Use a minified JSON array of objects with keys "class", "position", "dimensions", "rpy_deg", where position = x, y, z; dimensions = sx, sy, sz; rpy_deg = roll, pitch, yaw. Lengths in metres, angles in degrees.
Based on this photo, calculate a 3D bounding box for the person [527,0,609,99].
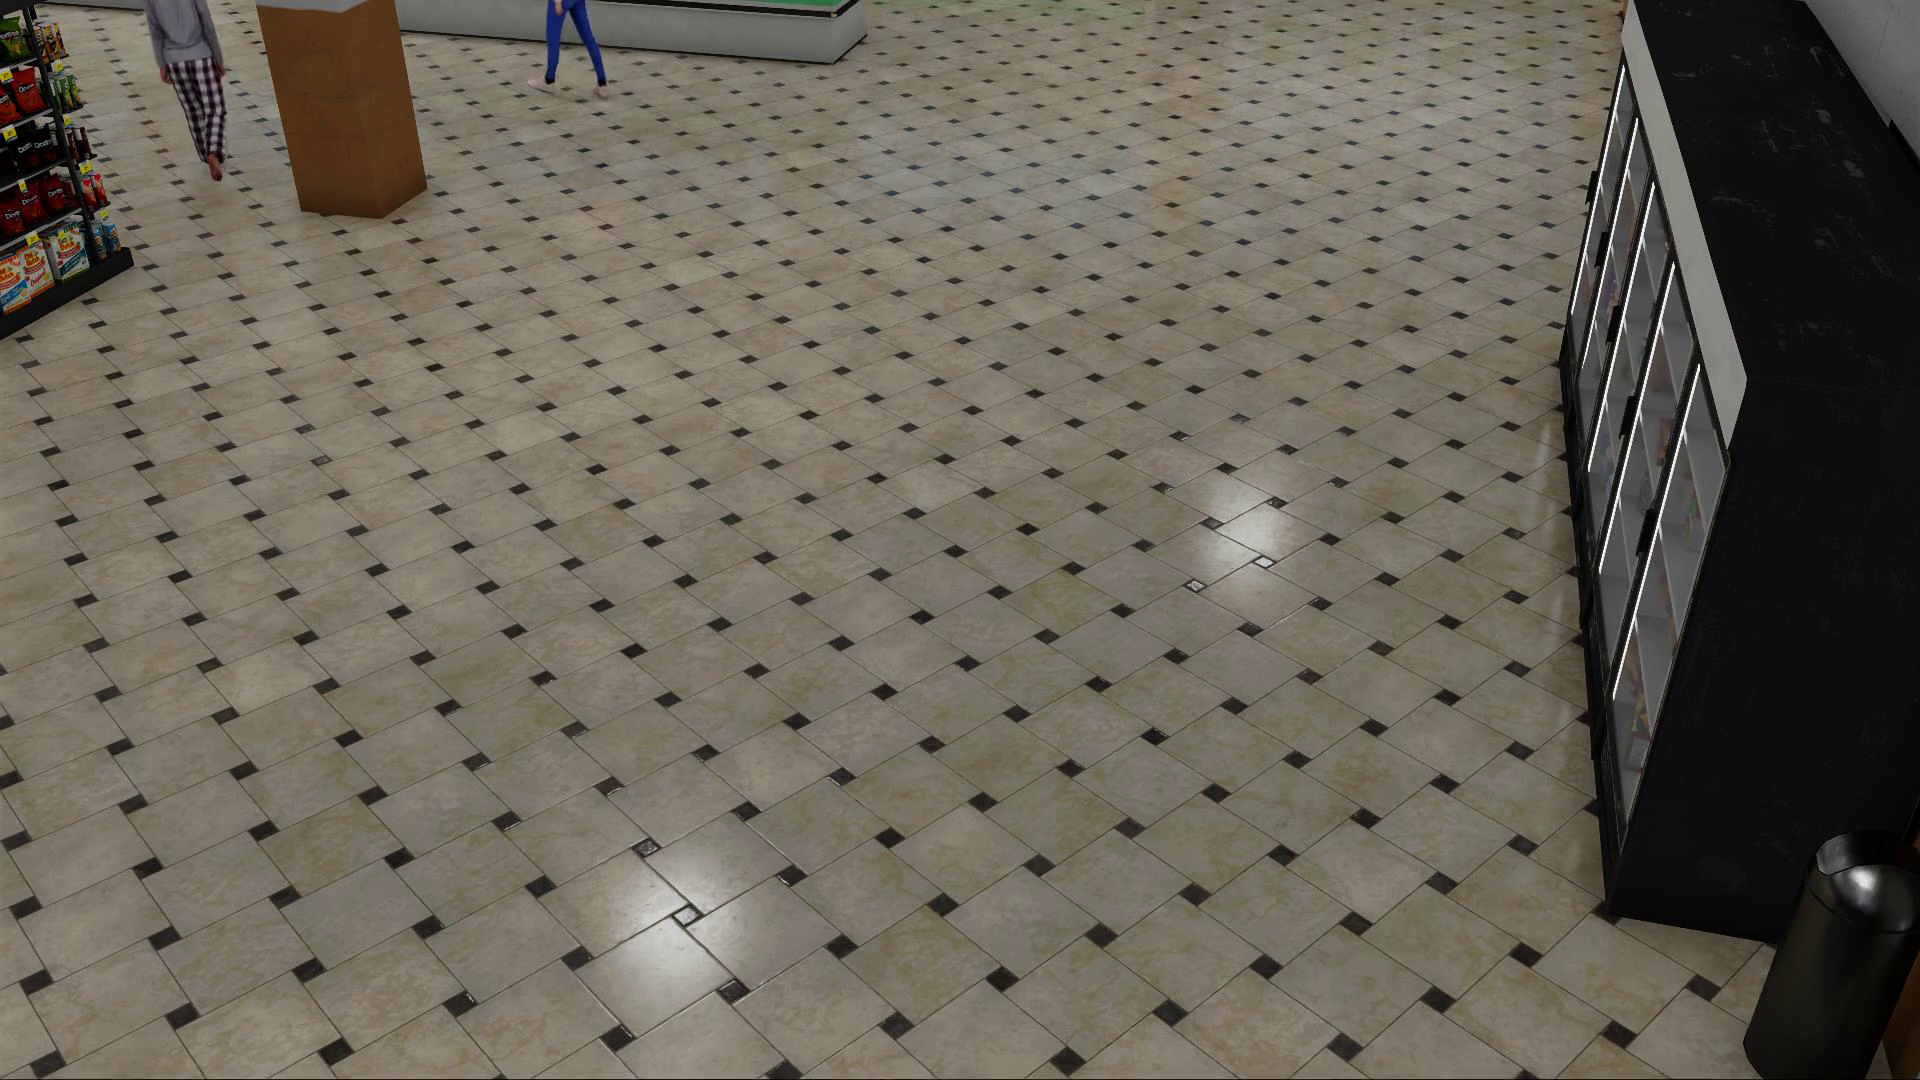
[{"class":"person","position":[-3.457,-4.802,14.845],"dimensions":[1.031,1.723,0.752],"rpy_deg":[14,34,21]}]

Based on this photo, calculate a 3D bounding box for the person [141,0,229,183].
[{"class":"person","position":[-6.013,-3.699,12.977],"dimensions":[1.086,1.824,1.023],"rpy_deg":[-8,33,-13]}]
